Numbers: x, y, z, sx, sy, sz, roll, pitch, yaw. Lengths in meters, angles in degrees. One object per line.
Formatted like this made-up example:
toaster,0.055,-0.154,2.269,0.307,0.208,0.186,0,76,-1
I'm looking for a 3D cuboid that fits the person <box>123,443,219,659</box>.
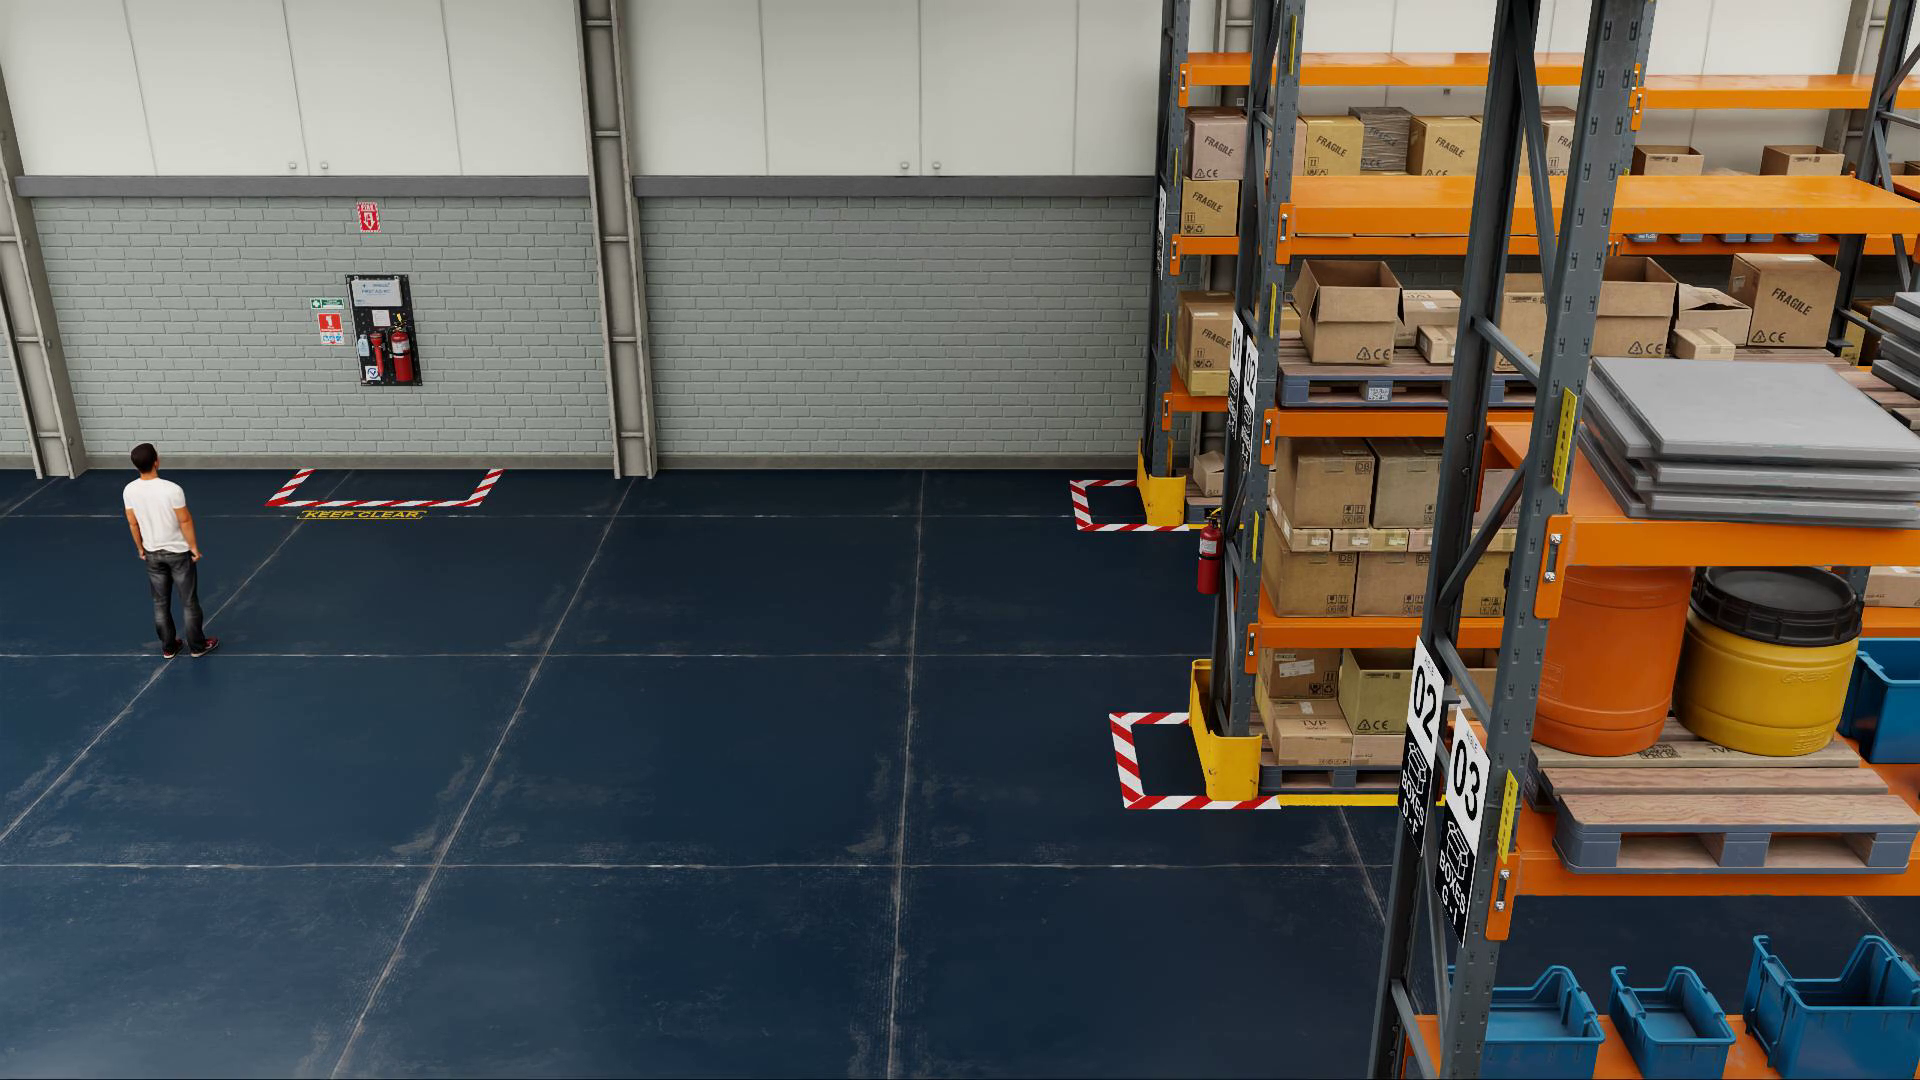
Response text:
person,-6.321,0.085,13.240,0.455,1.805,0.690,0,23,-1
